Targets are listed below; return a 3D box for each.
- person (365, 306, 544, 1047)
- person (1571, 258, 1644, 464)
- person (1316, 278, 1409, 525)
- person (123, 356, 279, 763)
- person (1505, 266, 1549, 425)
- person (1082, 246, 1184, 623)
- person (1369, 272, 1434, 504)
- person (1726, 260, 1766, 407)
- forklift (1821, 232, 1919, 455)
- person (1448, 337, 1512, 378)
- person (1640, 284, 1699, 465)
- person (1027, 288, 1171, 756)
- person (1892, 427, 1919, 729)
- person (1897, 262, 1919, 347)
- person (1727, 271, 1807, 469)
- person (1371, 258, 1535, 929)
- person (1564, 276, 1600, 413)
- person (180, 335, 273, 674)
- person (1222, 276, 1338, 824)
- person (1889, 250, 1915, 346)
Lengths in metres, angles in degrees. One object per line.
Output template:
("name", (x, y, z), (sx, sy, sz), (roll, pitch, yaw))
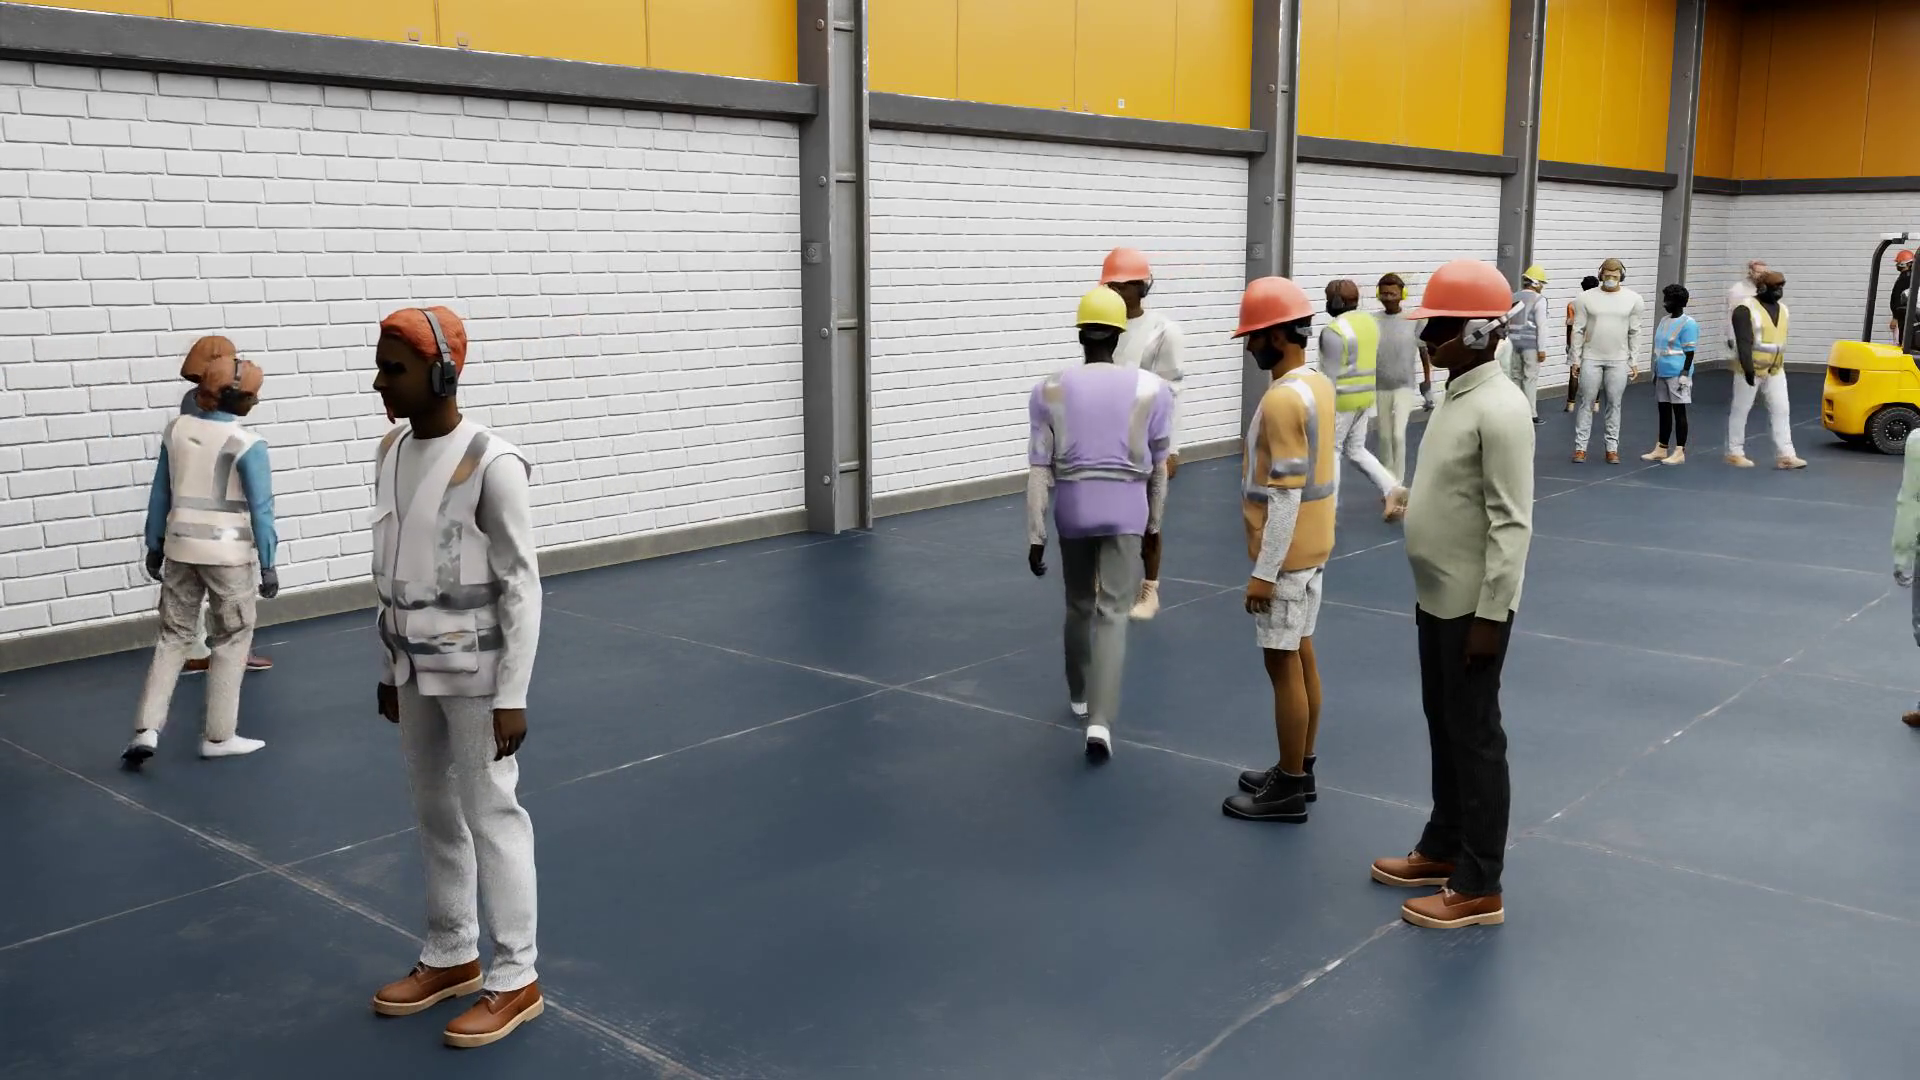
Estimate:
("person", (-1.304, 0.349, 4.265), (0.584, 1.882, 0.337), (8, 13, 38))
("person", (6.079, -1.680, 15.676), (0.628, 1.935, 0.373), (3, 10, 17))
("person", (2.862, -0.978, 12.040), (0.716, 1.819, 0.635), (9, 14, 43))
("person", (-2.979, 0.091, 6.506), (0.571, 1.607, 0.562), (3, 11, 19))
("person", (6.539, -2.233, 19.148), (0.404, 1.819, 0.592), (-4, 11, -23))
("person", (0.894, -0.559, 8.990), (0.614, 2.041, 0.401), (7, 12, 33))
("person", (3.386, -1.166, 13.029), (0.567, 1.832, 0.717), (5, 11, 26))
("person", (10.130, -2.658, 21.410), (0.679, 1.880, 0.580), (-2, 10, -11))
("forklift", (9.955, -1.972, 16.595), (2.313, 2.155, 1.214), (1, 10, 8))
("person", (3.921, -0.999, 12.675), (0.514, 1.622, 0.562), (7, 12, 34))
("person", (6.691, -1.551, 15.627), (0.320, 1.692, 0.531), (-2, 10, -10))
("person", (0.561, -0.090, 6.818), (0.575, 1.873, 1.016), (2, 10, 11))
("person", (4.033, 0.067, 6.679), (0.502, 1.606, 0.707), (0, 10, -1))
("person", (11.469, -2.385, 19.850), (0.605, 1.888, 0.944), (-4, 11, -22))
("person", (7.383, -1.532, 15.173), (0.637, 1.808, 0.831), (-3, 10, -16))
("person", (1.498, 0.162, 5.008), (0.385, 1.993, 0.624), (0, 10, 0))
("person", (7.739, -2.411, 20.542), (0.530, 1.690, 0.321), (2, 10, 13))
("person", (-3.527, -0.161, 7.925), (0.474, 1.615, 0.515), (-10, 14, -43))
("person", (1.126, 0.040, 5.896), (0.377, 1.928, 0.542), (4, 11, 24))
("person", (14.312, -3.398, 25.280), (0.608, 1.996, 0.379), (-9, 13, -42))
